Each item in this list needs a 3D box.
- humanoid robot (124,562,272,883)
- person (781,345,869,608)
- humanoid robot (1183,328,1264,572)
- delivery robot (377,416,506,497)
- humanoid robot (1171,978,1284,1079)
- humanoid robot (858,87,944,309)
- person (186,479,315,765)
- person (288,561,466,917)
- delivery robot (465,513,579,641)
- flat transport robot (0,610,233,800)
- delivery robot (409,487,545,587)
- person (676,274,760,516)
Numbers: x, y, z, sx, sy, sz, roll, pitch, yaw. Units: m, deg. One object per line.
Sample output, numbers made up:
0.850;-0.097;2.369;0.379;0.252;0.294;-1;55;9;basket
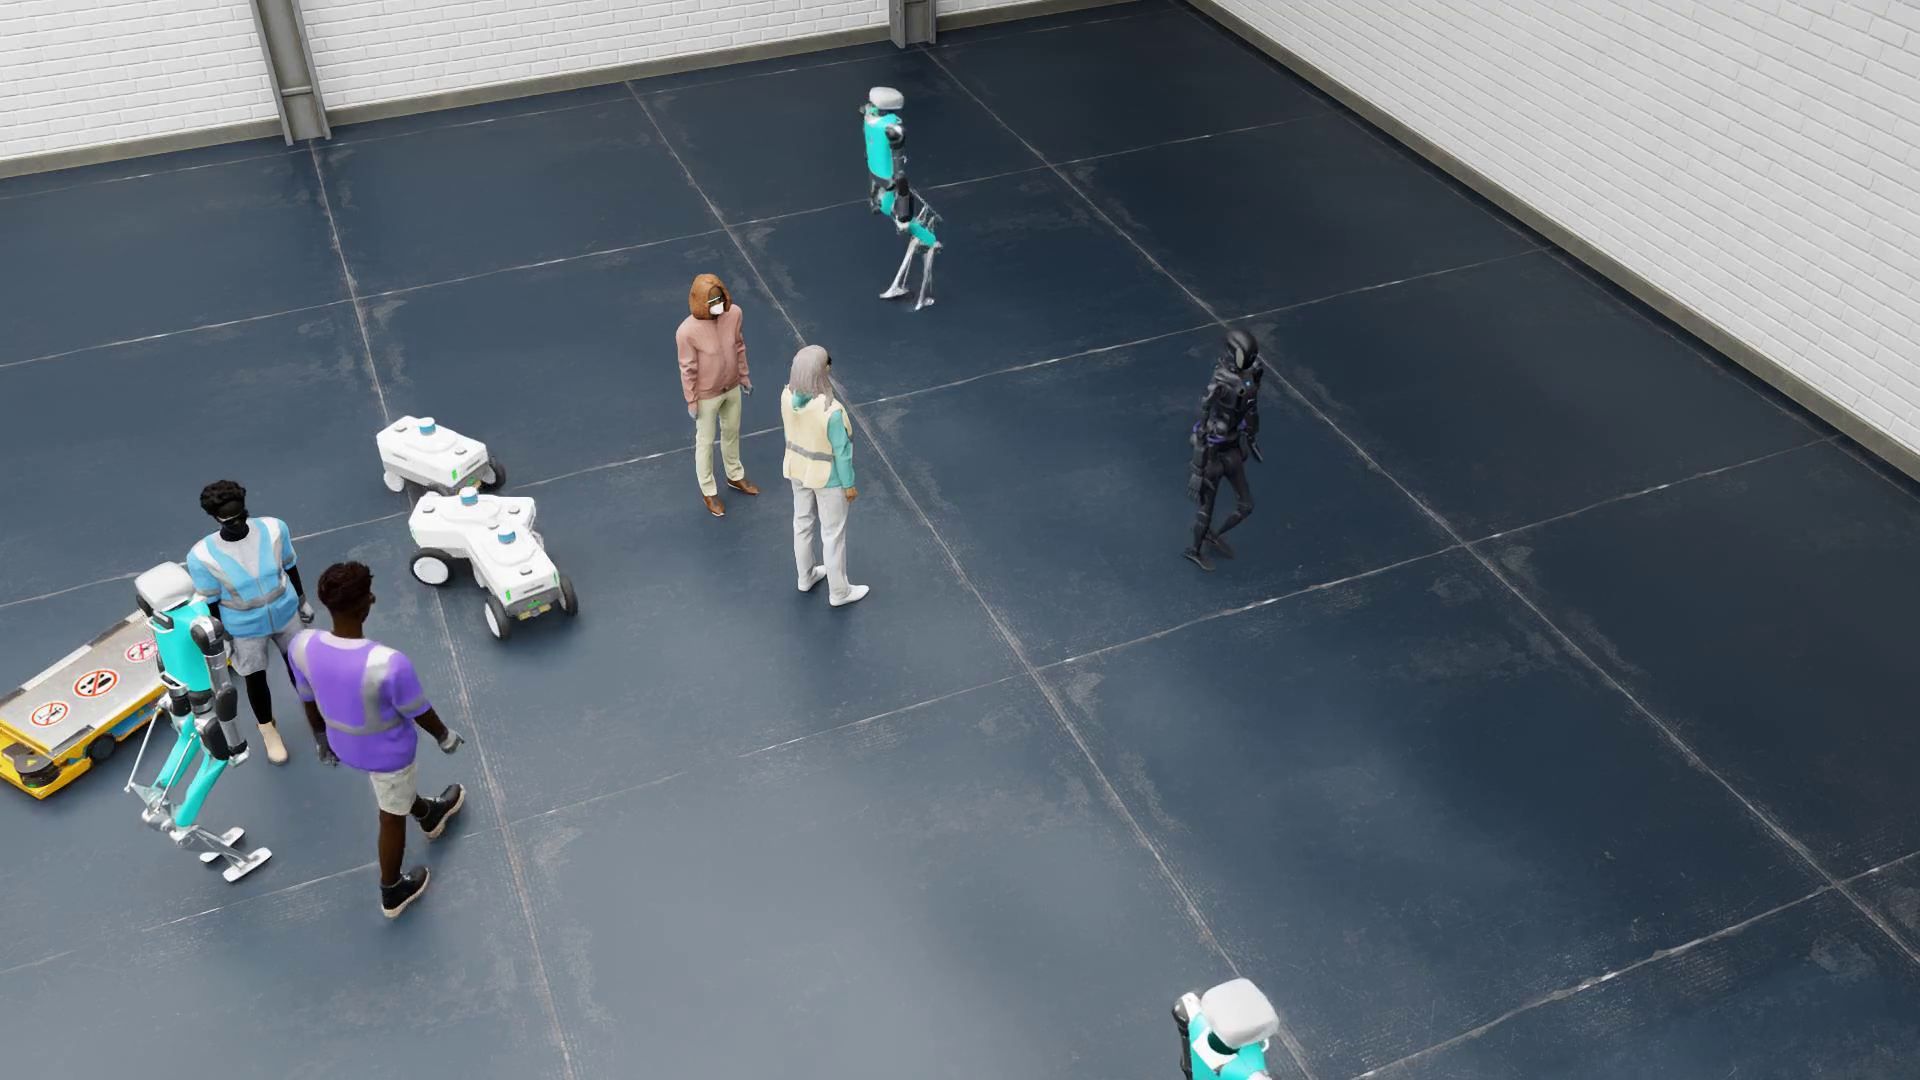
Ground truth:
-3.677;0.947;7.785;0.530;1.731;0.695;24;43;27;humanoid robot
-0.815;-0.350;9.544;0.465;1.711;0.365;26;44;29;person
1.549;-0.518;9.792;0.612;1.643;0.355;-31;47;-34;humanoid robot
-3.365;-0.504;10.701;0.803;0.603;0.499;19;42;23;delivery robot
1.166;2.196;6.218;0.771;1.801;0.553;-20;42;-24;humanoid robot
-0.362;-2.539;12.368;0.714;1.789;0.537;-20;42;-24;humanoid robot
-3.596;0.405;8.572;0.534;1.699;0.318;-30;47;-33;person
-2.645;0.855;7.794;0.627;1.930;0.833;14;40;18;person
-2.632;0.167;9.805;0.499;0.575;0.759;-22;43;-26;delivery robot
-4.682;0.822;9.204;0.659;0.231;1.431;20;42;24;flat transport robot
-2.938;-0.060;10.105;0.757;0.580;0.499;1;38;1;delivery robot
-1.505;-0.922;10.352;0.282;1.632;0.502;30;46;33;person
